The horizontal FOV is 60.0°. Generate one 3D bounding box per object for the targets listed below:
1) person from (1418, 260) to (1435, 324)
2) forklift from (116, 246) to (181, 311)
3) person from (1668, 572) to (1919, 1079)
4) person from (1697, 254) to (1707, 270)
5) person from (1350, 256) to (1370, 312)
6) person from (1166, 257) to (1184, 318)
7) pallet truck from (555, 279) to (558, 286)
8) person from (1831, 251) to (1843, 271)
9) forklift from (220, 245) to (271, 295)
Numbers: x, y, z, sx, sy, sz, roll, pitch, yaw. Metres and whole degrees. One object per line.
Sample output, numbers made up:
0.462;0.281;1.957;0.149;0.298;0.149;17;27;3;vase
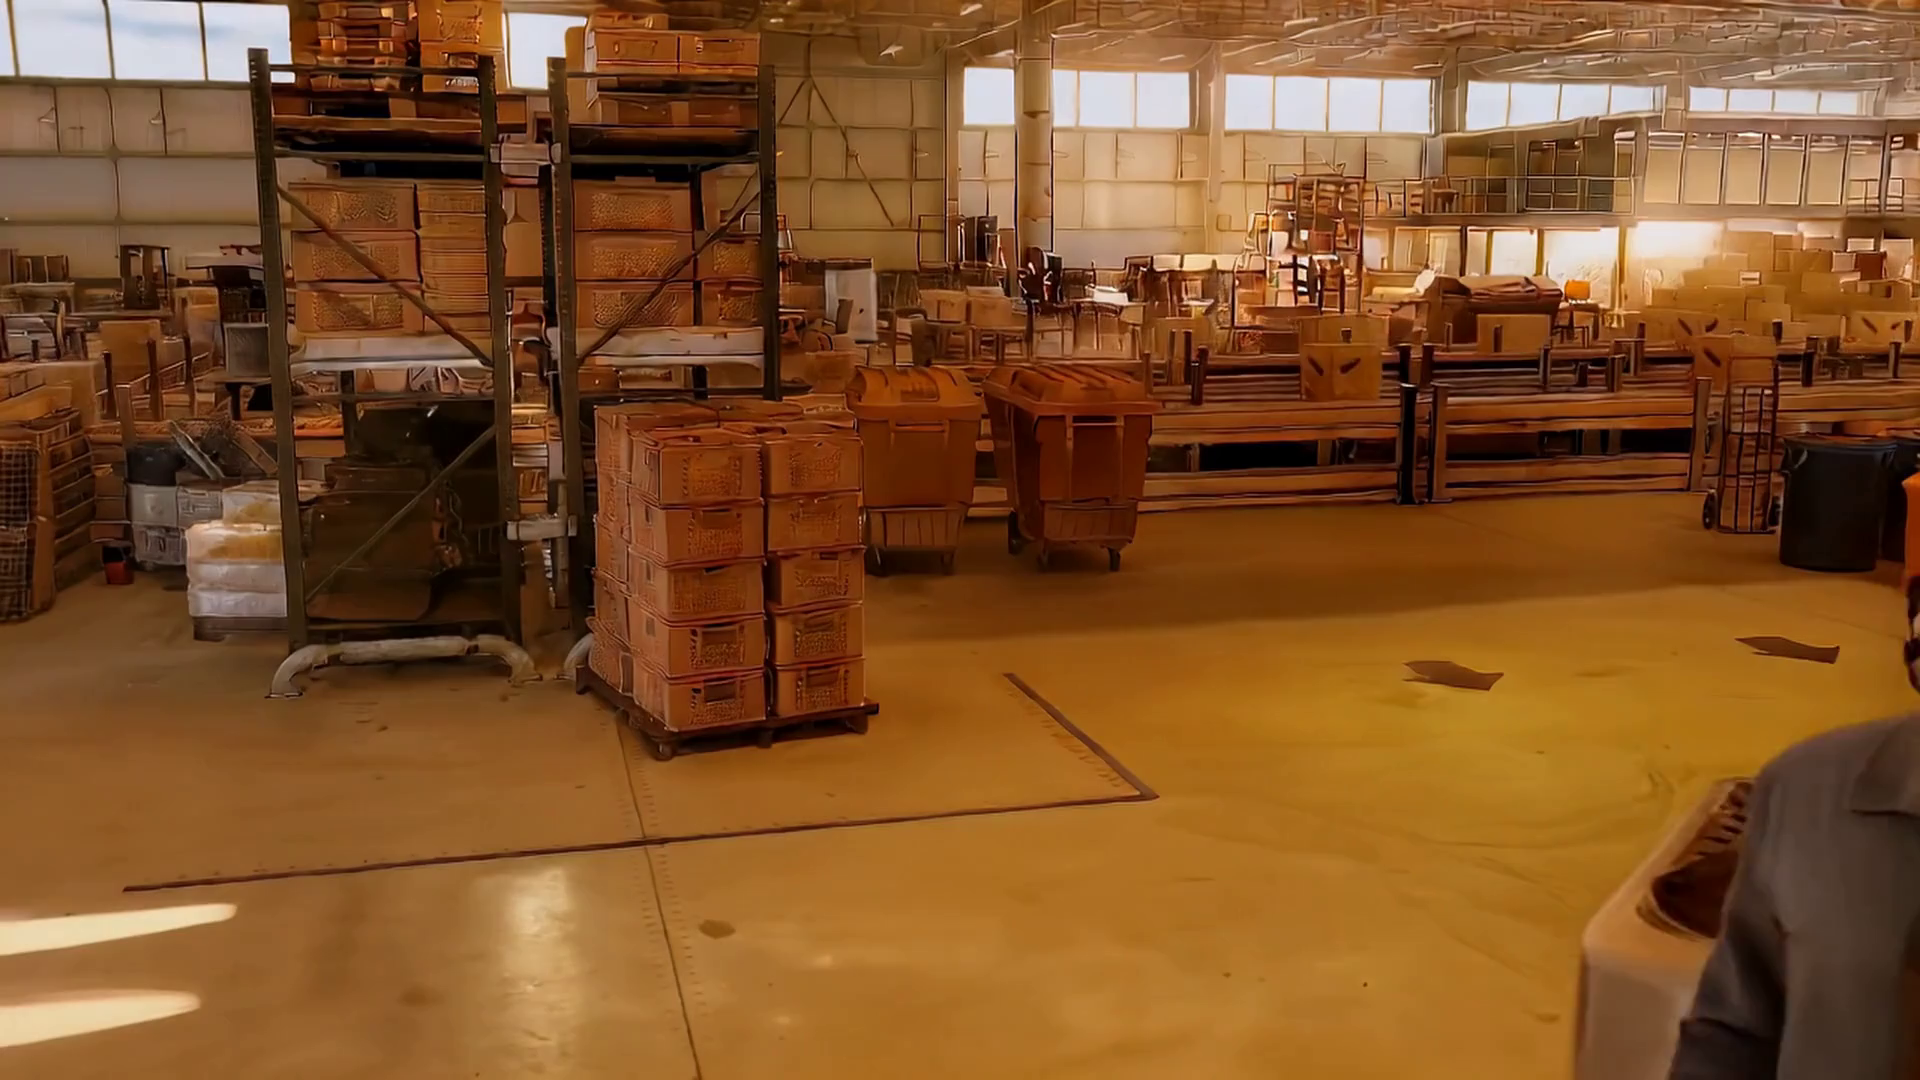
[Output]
12.681;-6.723;45.204;0.348;1.756;0.518;-9;14;-42;person
-19.966;-6.232;40.894;1.157;1.987;2.680;-3;10;-15;forklift
1.041;0.884;1.775;0.564;1.884;0.656;-5;11;-28;person
21.271;-7.200;47.485;0.588;1.912;0.417;-5;11;-28;person
11.420;-7.196;47.559;0.591;1.872;0.576;-2;10;-14;person
5.482;-6.264;42.304;0.515;1.865;0.329;6;12;32;person
-10.604;-6.375;44.520;0.653;1.274;1.630;-3;10;-15;pallet truck
22.990;-6.647;43.969;0.689;2.000;0.539;9;14;43;person
-17.749;-6.334;41.440;1.157;1.987;2.680;-3;10;-17;forklift
